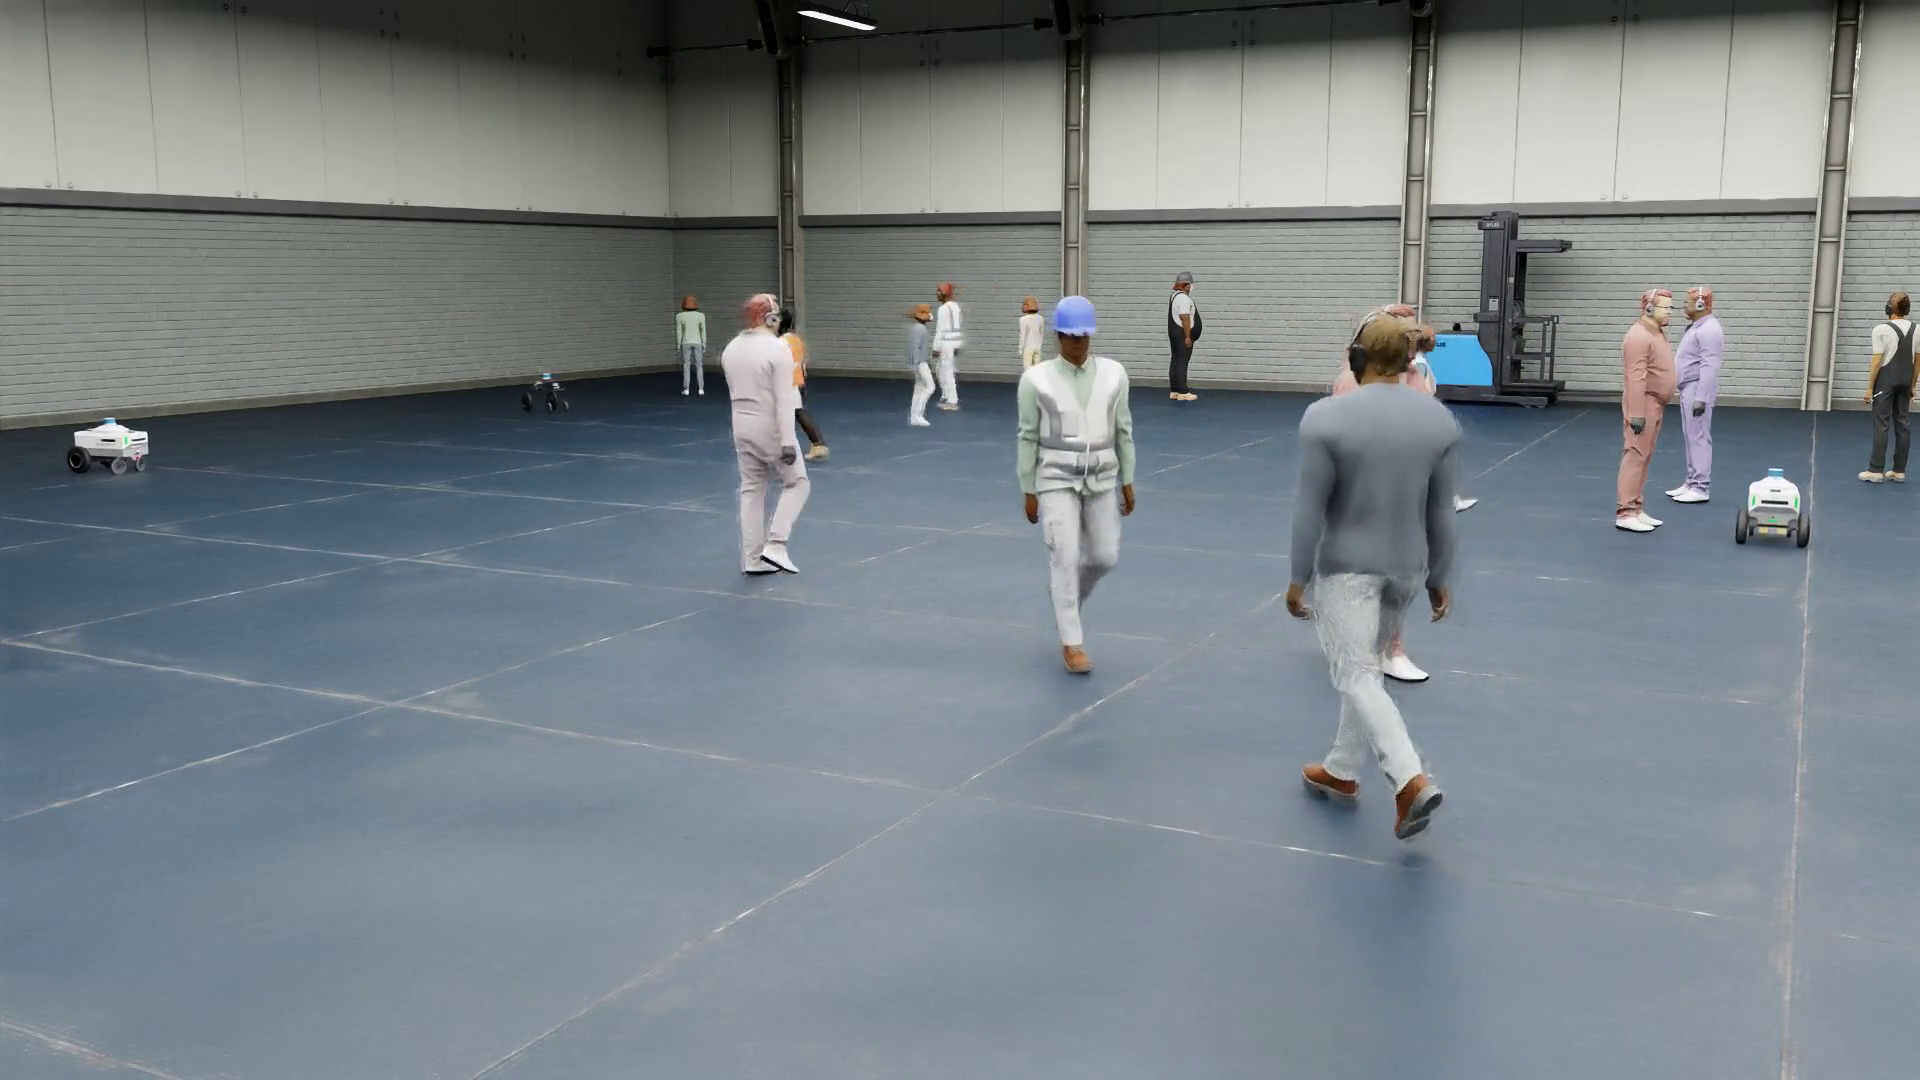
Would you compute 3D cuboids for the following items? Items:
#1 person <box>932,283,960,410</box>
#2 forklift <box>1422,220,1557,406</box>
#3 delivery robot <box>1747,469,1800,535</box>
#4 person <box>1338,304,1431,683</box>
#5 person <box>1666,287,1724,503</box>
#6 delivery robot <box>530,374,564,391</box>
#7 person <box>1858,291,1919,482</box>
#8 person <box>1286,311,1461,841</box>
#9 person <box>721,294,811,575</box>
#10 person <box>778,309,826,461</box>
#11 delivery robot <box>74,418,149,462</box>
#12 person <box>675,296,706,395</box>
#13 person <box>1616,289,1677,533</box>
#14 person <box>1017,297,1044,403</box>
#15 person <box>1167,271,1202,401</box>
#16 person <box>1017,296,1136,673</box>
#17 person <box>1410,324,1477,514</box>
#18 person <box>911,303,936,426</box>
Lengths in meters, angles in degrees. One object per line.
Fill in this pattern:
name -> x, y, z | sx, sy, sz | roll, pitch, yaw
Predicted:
person -> -0.253, -2.862, 24.629 | 0.588, 1.863, 0.593 | 3, 10, 19
forklift -> 8.245, -3.527, 25.720 | 1.873, 2.768, 1.129 | 5, 10, 27
delivery robot -> 6.205, -0.300, 12.681 | 0.477, 0.478, 0.707 | 4, 10, 24
person -> 2.131, -0.260, 8.499 | 0.650, 1.887, 0.709 | -8, 12, -40
person -> 6.528, -1.292, 14.801 | 0.402, 1.906, 0.651 | 3, 10, 15
delivery robot -> -6.057, -2.321, 24.347 | 0.335, 0.223, 0.698 | -8, 12, -41
person -> 9.069, -1.487, 16.188 | 0.510, 1.845, 0.341 | -1, 9, -5
person -> 1.549, 0.121, 6.096 | 0.649, 1.911, 0.945 | -3, 10, -19
person -> -1.279, -0.699, 11.182 | 0.657, 1.889, 0.464 | 8, 12, 40
person -> -1.865, -1.672, 17.951 | 0.945, 1.639, 0.534 | 3, 10, 15
delivery robot -> -8.707, -1.012, 17.069 | 0.707, 0.478, 0.477 | 3, 10, 17
person -> -4.445, -3.217, 27.504 | 0.497, 1.636, 0.283 | -2, 10, -15
person -> 5.459, -1.030, 13.191 | 0.401, 1.904, 0.650 | 6, 11, 33
person -> 1.091, -2.935, 25.768 | 0.499, 1.633, 0.286 | -9, 13, -43
person -> 3.597, -3.250, 26.593 | 0.536, 2.000, 0.673 | -2, 9, -11
person -> 0.581, -0.307, 8.680 | 0.626, 1.924, 0.675 | -2, 10, -15
person -> 3.882, -0.987, 13.837 | 0.831, 1.591, 0.541 | 1, 9, 6
person -> -0.480, -2.310, 21.952 | 0.429, 1.619, 0.500 | 1, 9, 6
